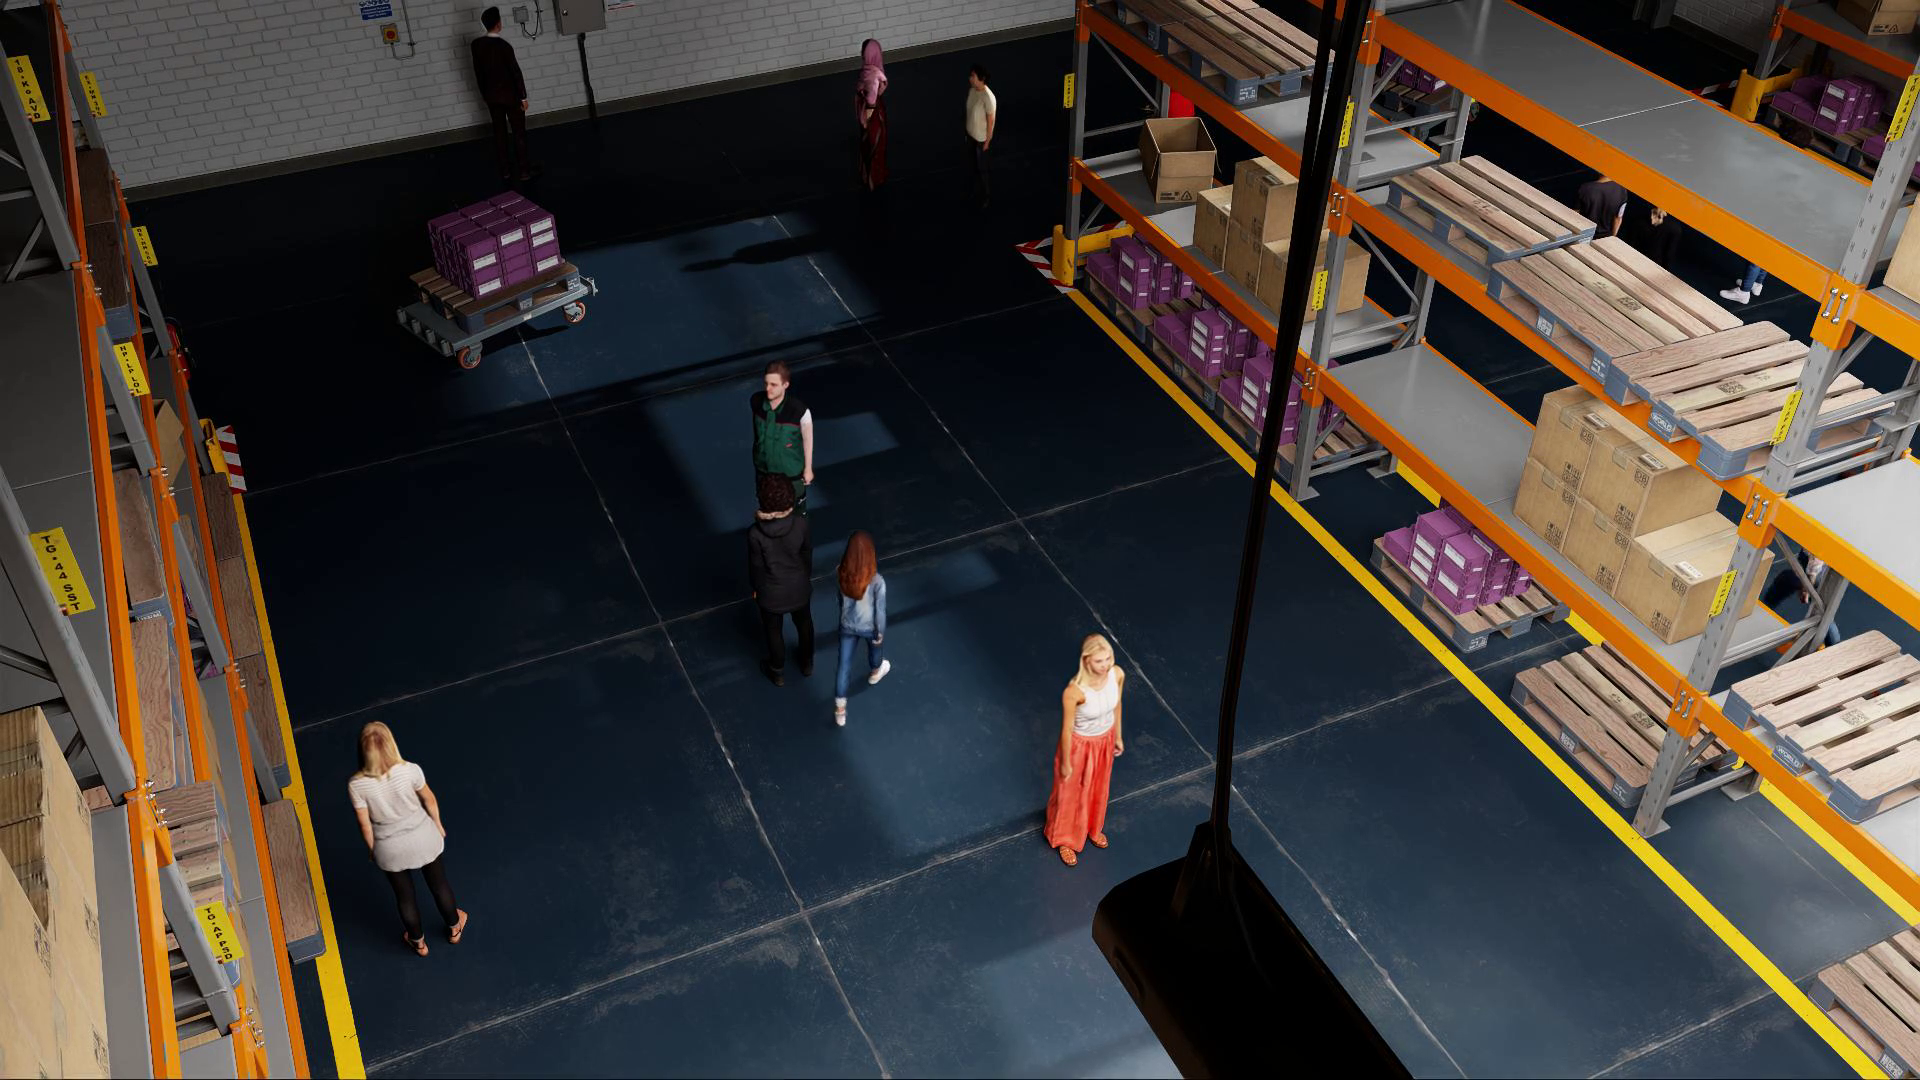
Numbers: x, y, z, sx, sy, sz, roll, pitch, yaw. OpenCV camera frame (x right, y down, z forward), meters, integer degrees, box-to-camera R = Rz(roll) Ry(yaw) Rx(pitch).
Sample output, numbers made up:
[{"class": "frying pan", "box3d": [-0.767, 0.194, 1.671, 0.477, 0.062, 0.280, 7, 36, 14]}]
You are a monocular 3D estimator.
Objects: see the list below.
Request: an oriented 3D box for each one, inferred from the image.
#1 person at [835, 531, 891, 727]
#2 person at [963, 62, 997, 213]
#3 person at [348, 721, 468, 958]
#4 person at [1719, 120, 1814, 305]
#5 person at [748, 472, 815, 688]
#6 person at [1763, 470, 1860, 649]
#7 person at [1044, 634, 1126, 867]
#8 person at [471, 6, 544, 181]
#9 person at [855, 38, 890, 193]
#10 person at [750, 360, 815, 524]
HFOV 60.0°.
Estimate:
[{"class": "person", "box3d": [-0.714, 0.622, 11.340, 0.998, 1.453, 1.047, 13, 40, 15]}, {"class": "person", "box3d": [0.209, -4.201, 17.267, 0.670, 1.593, 0.438, -20, 43, -23]}, {"class": "person", "box3d": [-3.208, 1.745, 9.634, 0.586, 1.827, 0.506, -16, 41, -19]}, {"class": "person", "box3d": [7.651, -3.100, 15.713, 0.722, 1.811, 0.646, -26, 46, -29]}, {"class": "person", "box3d": [-1.221, 0.283, 11.501, 0.608, 1.781, 0.582, -16, 41, -19]}, {"class": "person", "box3d": [6.032, 0.277, 11.583, 0.672, 1.689, 1.172, -22, 44, -25]}, {"class": "person", "box3d": [0.790, 1.264, 10.257, 0.667, 1.801, 0.623, -23, 44, -26]}, {"class": "person", "box3d": [-4.870, -4.751, 17.738, 0.775, 1.864, 0.816, 10, 40, 12]}, {"class": "person", "box3d": [-0.928, -4.538, 17.654, 0.820, 1.636, 0.708, 2, 39, 3]}, {"class": "person", "box3d": [-1.343, -0.552, 12.497, 0.732, 1.843, 0.798, 14, 41, 17]}]
